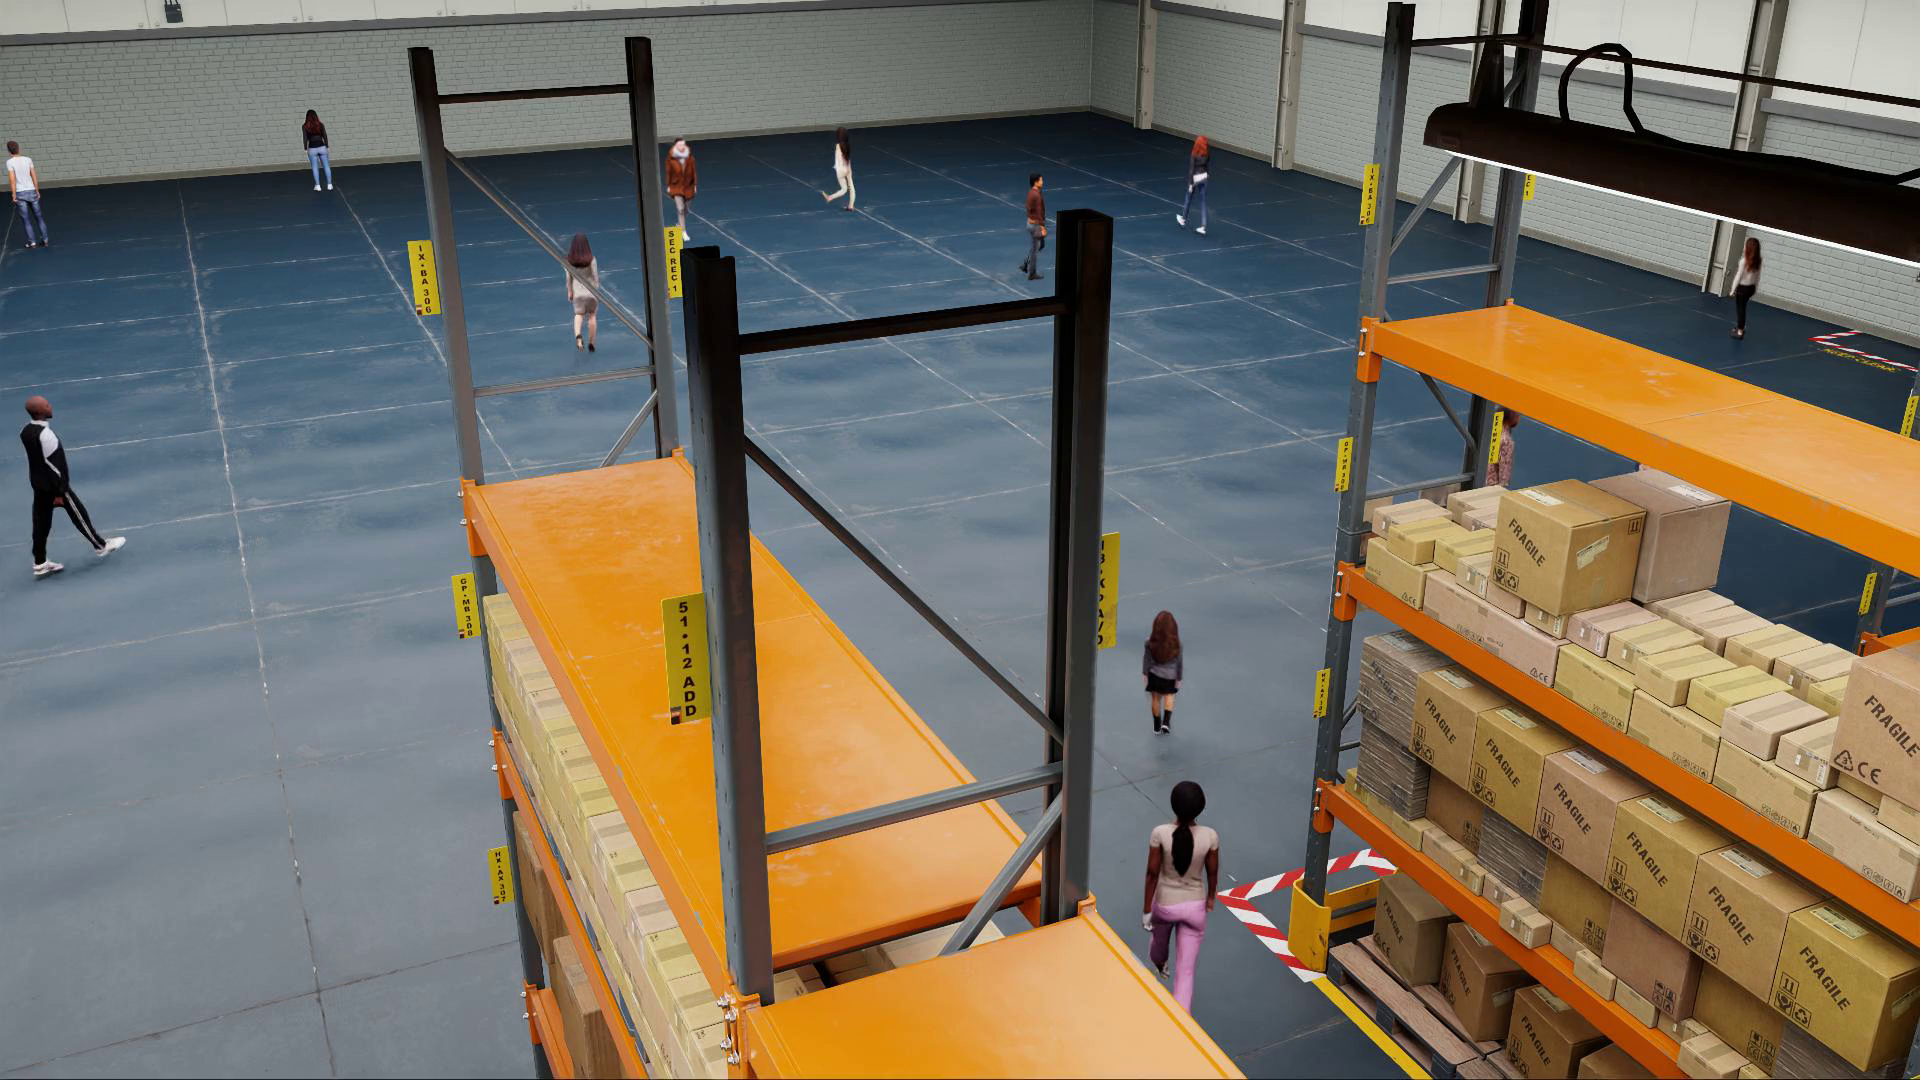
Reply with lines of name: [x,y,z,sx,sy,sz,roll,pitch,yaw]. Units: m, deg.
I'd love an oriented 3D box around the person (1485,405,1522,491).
person: [5.105,-0.476,16.244,0.915,1.786,0.885,-5,24,-12]

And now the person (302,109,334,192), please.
person: [-13.213,-8.026,34.192,0.638,1.634,0.564,-12,26,-26]

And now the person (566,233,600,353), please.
person: [-5.245,-3.390,23.164,0.806,1.733,0.969,0,23,0]

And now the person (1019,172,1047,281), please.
person: [1.150,-5.103,27.146,0.809,1.768,0.709,-3,23,-8]

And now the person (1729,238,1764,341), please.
person: [11.396,-3.606,23.995,0.563,1.480,0.509,-9,25,-20]

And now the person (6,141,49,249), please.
person: [-16.507,-6.112,29.396,0.701,1.865,0.711,17,29,35]

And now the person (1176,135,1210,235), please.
person: [4.399,-6.452,30.361,0.657,1.736,1.183,-9,25,-20]

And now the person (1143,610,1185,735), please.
person: [1.633,1.094,13.435,0.590,1.096,0.657,2,23,6]

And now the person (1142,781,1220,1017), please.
person: [1.310,2.273,9.893,0.994,1.697,1.208,2,23,5]

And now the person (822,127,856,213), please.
person: [-2.336,-7.165,32.154,0.892,1.645,0.800,-13,26,-27]

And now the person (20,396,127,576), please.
person: [-9.006,-0.505,16.299,1.177,1.796,1.125,14,27,29]

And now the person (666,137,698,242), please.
person: [-5.041,-6.342,30.021,0.748,1.799,1.140,-12,26,-27]
